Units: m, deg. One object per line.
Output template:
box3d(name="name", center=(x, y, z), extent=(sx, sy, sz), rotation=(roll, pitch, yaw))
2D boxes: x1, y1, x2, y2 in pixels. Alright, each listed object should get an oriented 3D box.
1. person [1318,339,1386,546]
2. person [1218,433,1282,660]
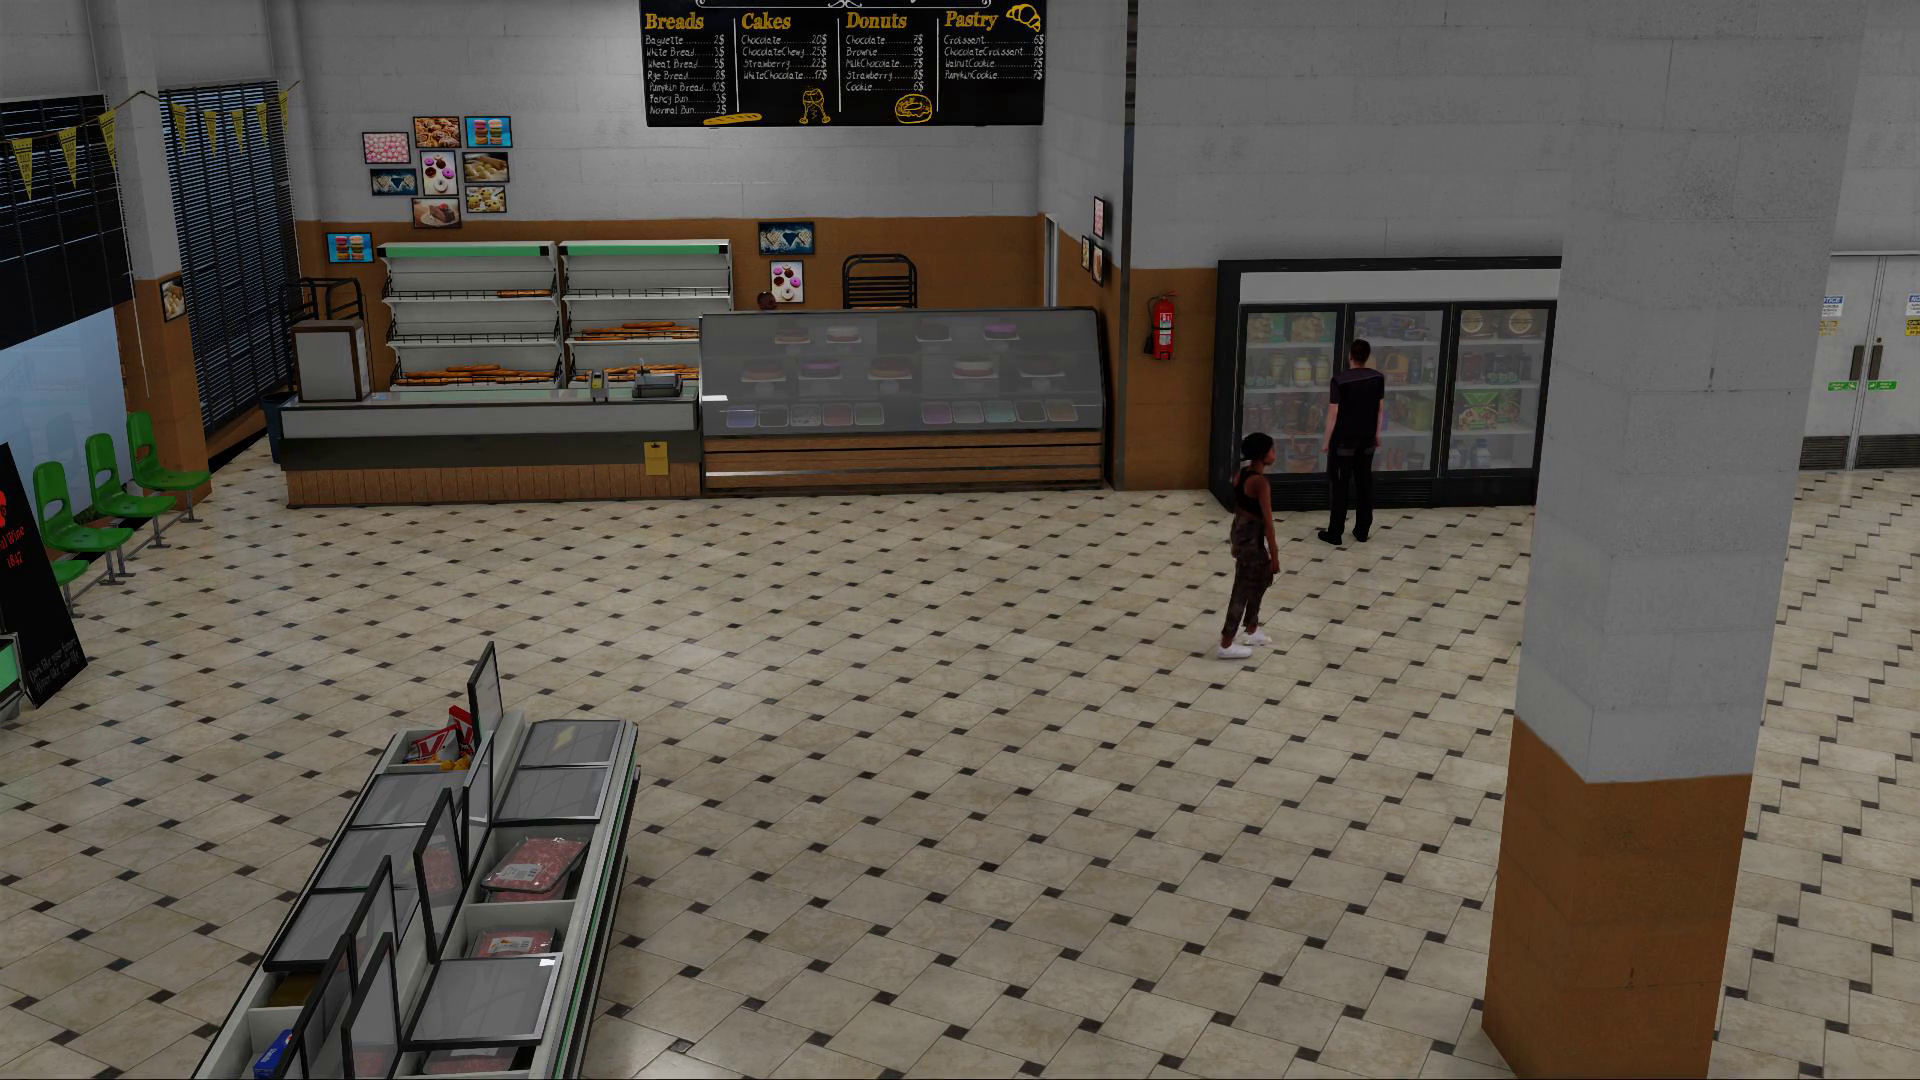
box3d(name="person", center=(3.502, -0.879, 14.819), extent=(0.763, 1.846, 0.658), rotation=(-5, 18, -15))
box3d(name="person", center=(2.008, 0.056, 12.020), extent=(0.711, 1.682, 0.667), rotation=(-4, 17, -13))
